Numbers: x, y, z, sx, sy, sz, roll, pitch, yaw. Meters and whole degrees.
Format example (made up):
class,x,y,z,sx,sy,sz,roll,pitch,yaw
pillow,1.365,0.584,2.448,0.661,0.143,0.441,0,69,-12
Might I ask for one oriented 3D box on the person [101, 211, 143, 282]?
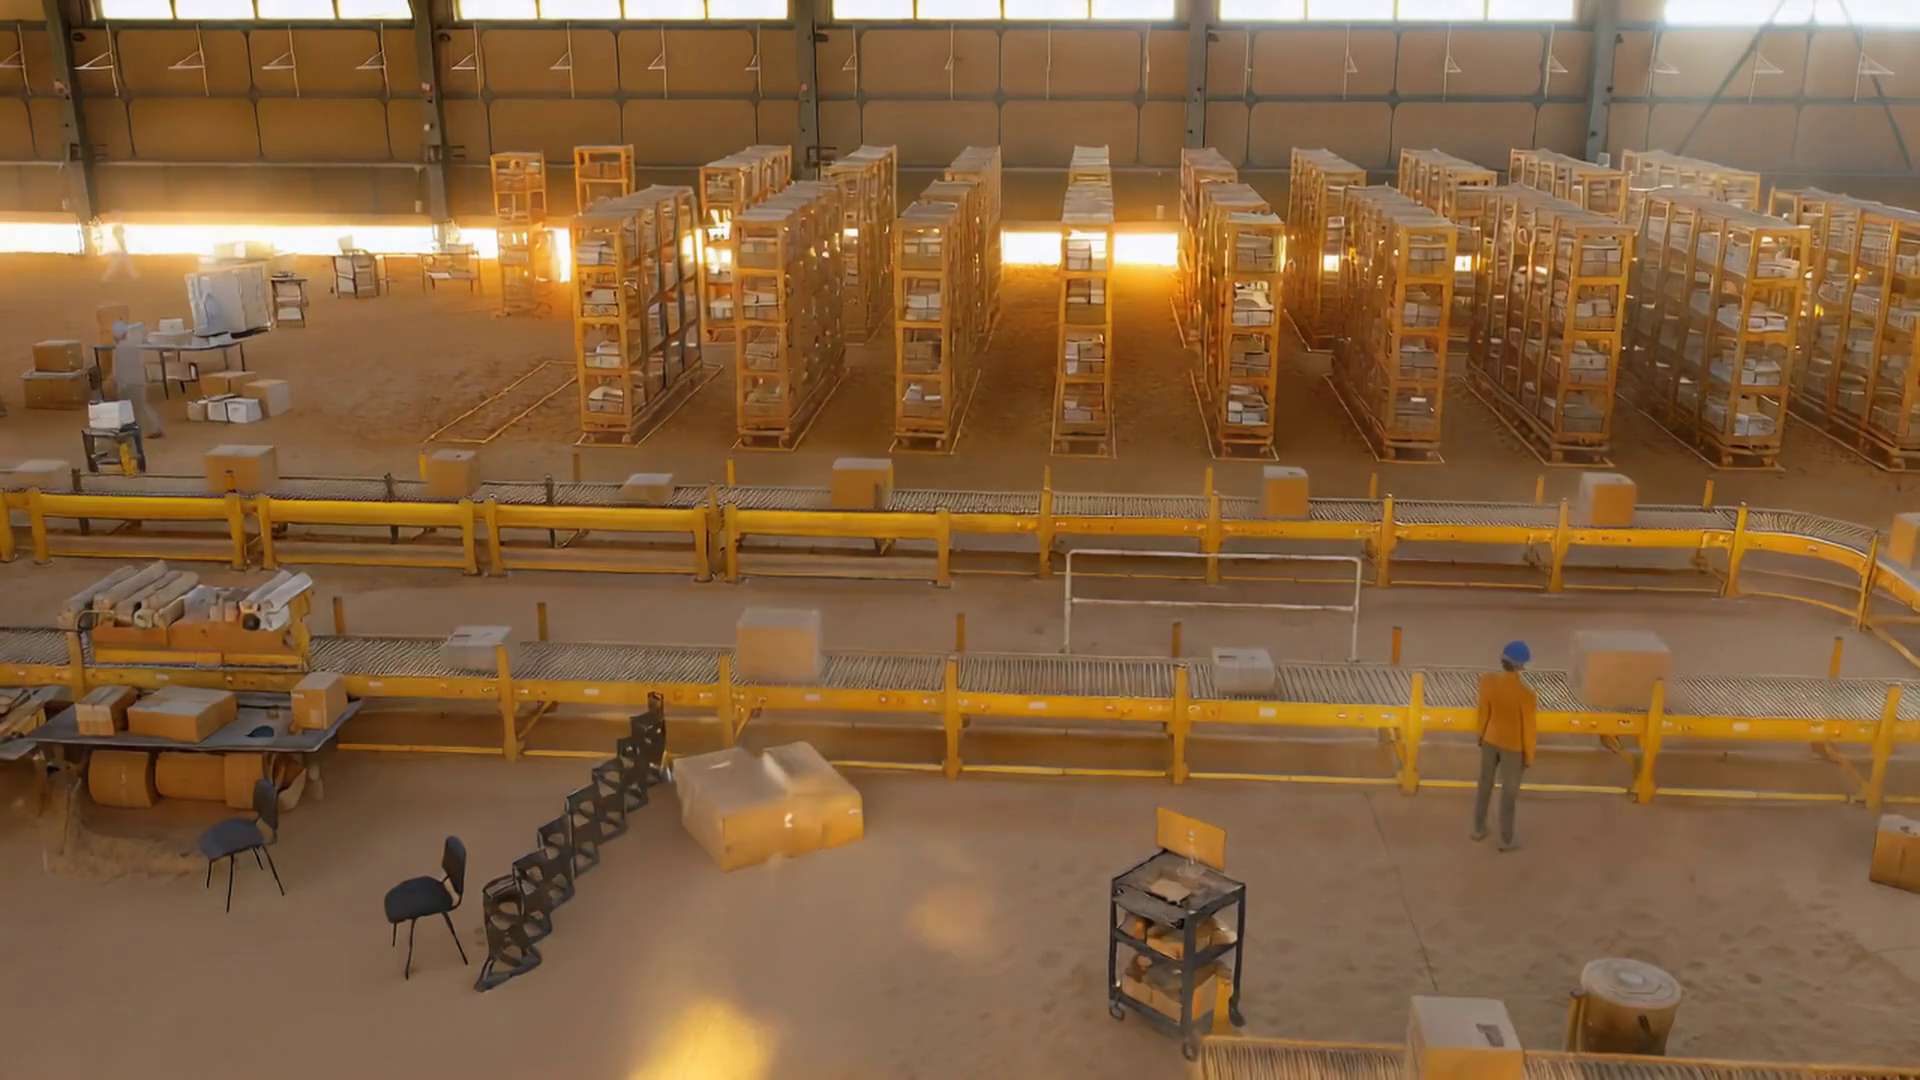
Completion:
class,x,y,z,sx,sy,sz,roll,pitch,yaw
person,-21.469,-7.464,42.308,0.940,1.805,0.620,-8,19,-23

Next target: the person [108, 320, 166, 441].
class,x,y,z,sx,sy,sz,roll,pitch,yaw
person,-13.219,-2.515,26.369,1.044,1.935,0.647,-1,18,-3

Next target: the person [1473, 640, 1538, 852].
class,x,y,z,sx,sy,sz,roll,pitch,yaw
person,4.411,1.653,13.426,0.311,1.768,0.524,-13,22,-36
